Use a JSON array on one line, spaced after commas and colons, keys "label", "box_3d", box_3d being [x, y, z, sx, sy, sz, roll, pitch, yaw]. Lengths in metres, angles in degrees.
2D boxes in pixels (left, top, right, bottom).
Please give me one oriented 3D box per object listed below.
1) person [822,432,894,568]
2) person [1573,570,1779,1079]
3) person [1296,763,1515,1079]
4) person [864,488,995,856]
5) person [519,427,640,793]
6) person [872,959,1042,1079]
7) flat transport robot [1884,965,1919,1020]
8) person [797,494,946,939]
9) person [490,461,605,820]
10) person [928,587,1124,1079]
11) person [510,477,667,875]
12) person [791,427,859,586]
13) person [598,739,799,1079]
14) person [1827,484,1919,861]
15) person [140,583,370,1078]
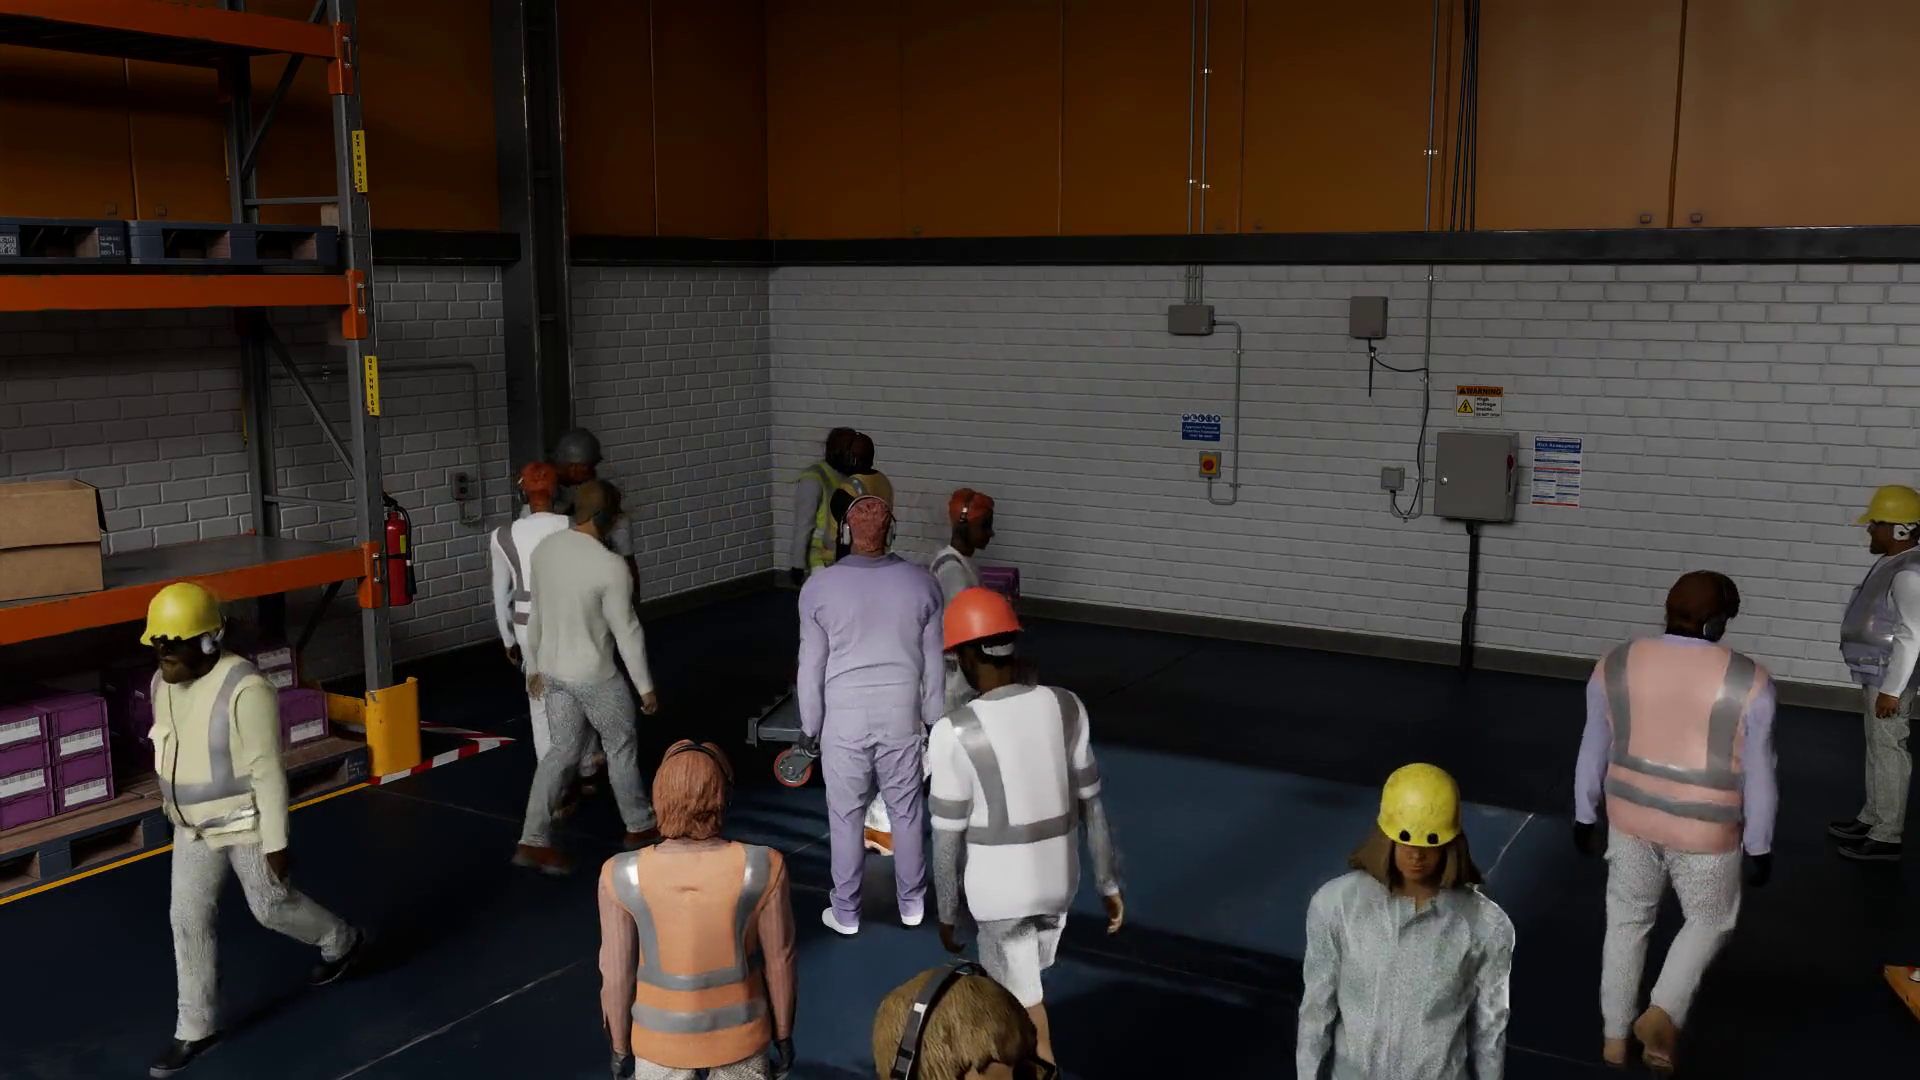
[{"label": "person", "box_3d": [-0.661, 0.229, 10.614, 0.429, 1.843, 0.633, 4, 10, 21]}, {"label": "person", "box_3d": [2.469, 1.009, 5.813, 0.688, 1.822, 0.538, 7, 12, 39]}, {"label": "person", "box_3d": [1.088, 1.340, 4.084, 0.484, 1.713, 0.789, 4, 10, 21]}, {"label": "person", "box_3d": [-0.067, 0.656, 8.015, 0.957, 1.844, 0.572, 2, 9, 10]}, {"label": "person", "box_3d": [-2.103, 0.354, 9.214, 0.685, 2.000, 0.994, 4, 10, 23]}, {"label": "person", "box_3d": [-0.023, 1.508, 2.327, 0.357, 1.938, 0.638, 4, 10, 24]}, {"label": "flat transport robot", "box_3d": [4.305, 1.728, 6.144, 1.431, 0.197, 0.652, 2, 9, 11]}, {"label": "person", "box_3d": [-0.386, 0.751, 7.151, 0.651, 1.906, 0.403, -3, 9, -16]}, {"label": "person", "box_3d": [-2.159, 0.500, 8.872, 0.598, 1.852, 0.846, -1, 9, -5]}, {"label": "person", "box_3d": [0.152, 1.078, 5.262, 0.621, 1.859, 0.988, -6, 11, -31]}, {"label": "person", "box_3d": [-1.761, 0.638, 7.956, 0.677, 1.910, 0.837, 7, 11, 36]}, {"label": "person", "box_3d": [-0.887, 0.134, 11.307, 0.484, 1.810, 0.662, 5, 11, 30]}, {"label": "person", "box_3d": [-0.677, 1.331, 4.364, 0.514, 1.641, 0.307, -1, 9, -8]}, {"label": "person", "box_3d": [4.495, 0.638, 8.089, 0.403, 1.832, 0.586, 4, 10, 22]}, {"label": "person", "box_3d": [-2.614, 0.985, 6.155, 0.598, 1.778, 0.881, 4, 10, 24]}]
